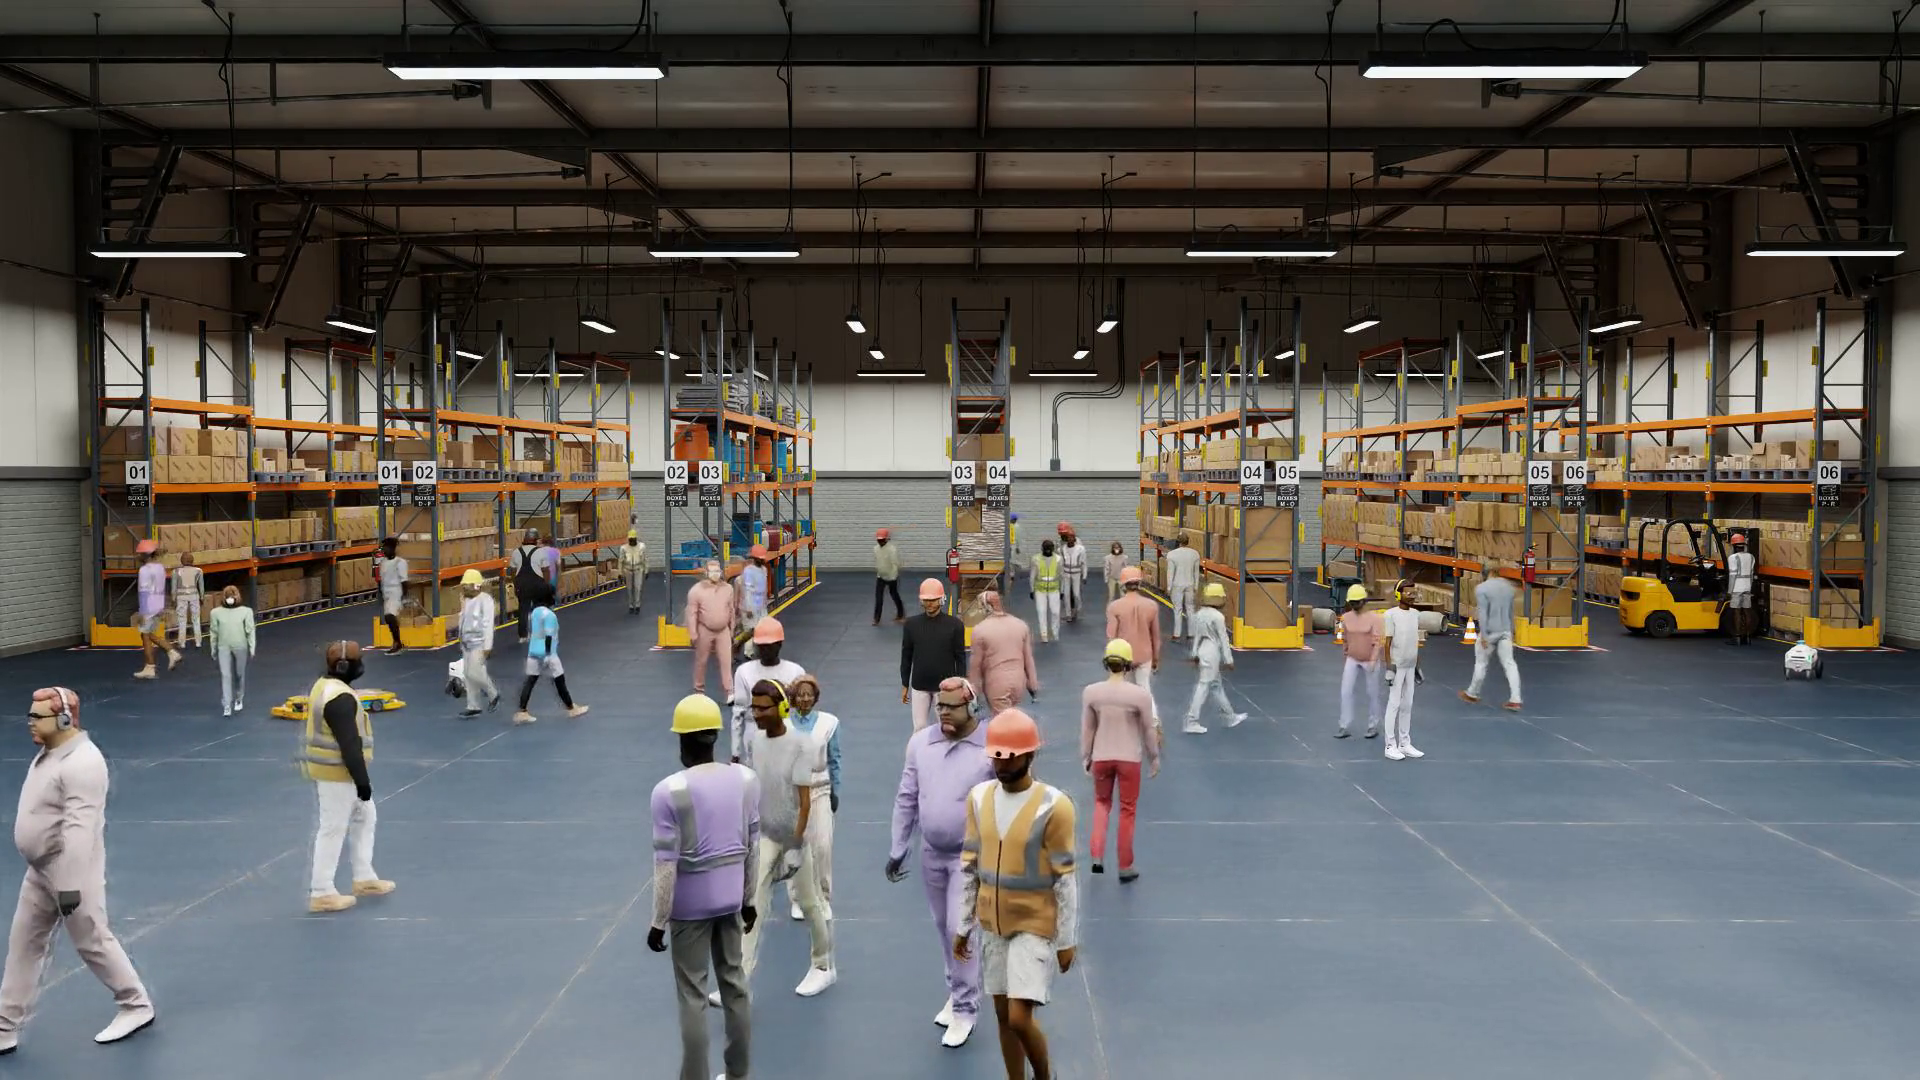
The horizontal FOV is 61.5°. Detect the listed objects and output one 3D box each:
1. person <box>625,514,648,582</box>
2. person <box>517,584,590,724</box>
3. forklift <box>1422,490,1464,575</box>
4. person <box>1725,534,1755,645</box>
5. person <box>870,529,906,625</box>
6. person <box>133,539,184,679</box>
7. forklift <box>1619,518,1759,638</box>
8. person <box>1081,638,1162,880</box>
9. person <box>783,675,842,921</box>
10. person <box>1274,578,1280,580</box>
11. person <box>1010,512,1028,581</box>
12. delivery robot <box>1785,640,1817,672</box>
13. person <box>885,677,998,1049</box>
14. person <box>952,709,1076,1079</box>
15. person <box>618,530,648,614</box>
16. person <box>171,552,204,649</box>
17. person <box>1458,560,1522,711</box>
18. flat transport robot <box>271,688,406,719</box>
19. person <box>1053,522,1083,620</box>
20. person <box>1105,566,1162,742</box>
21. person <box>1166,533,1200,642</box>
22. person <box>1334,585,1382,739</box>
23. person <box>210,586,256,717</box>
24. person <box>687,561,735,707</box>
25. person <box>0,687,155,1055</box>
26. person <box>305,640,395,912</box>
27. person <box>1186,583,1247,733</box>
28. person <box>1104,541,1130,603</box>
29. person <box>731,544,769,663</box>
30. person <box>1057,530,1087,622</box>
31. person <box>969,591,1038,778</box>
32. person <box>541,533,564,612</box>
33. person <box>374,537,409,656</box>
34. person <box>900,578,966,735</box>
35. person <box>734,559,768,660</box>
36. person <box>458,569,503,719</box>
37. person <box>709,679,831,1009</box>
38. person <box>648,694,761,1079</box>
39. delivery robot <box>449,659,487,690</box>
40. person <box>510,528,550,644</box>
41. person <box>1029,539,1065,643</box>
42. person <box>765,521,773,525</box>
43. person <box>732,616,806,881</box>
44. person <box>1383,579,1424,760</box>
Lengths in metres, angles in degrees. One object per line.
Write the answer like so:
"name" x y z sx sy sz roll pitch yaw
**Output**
"person" -9.129 0.219 44.576 0.864 1.913 0.627 0 2 4
"person" -4.890 1.348 19.244 0.877 1.646 0.541 -2 3 -42
"forklift" 13.926 -0.371 47.846 1.873 2.768 1.129 0 2 0
"person" 13.560 0.860 28.118 0.542 1.930 0.374 -1 2 -23
"person" -1.408 0.721 32.058 0.621 1.912 1.097 1 3 32
"person" -11.735 0.999 23.513 0.562 2.029 0.615 0 2 -5
"forklift" 13.417 0.684 29.791 2.313 2.155 1.214 0 2 0
"person" 1.161 1.595 11.737 0.547 1.760 0.363 1 3 26
"person" -1.034 1.701 10.641 0.512 1.625 0.489 0 2 -7
"person" 7.561 0.448 38.765 0.590 1.910 0.488 0 2 -10
"person" 1.543 0.186 45.050 0.519 1.932 0.613 -1 2 -13
"delivery robot" 12.204 1.699 23.416 0.477 0.478 0.707 2 3 35
"person" -0.065 1.666 8.486 0.660 1.882 0.759 1 3 31
"person" 0.230 1.701 7.133 0.547 1.922 0.419 2 3 38
"person" -6.965 0.684 34.332 0.630 1.782 0.928 0 2 -6
"person" -13.120 1.030 27.433 0.525 1.639 0.307 -2 3 -36
"person" 6.786 1.199 20.505 0.650 1.862 0.984 -1 2 -23
"flat transport robot" -7.696 2.019 20.030 0.652 0.197 1.431 2 3 41
"person" 2.113 0.635 32.768 0.639 2.003 0.905 2 3 36
"person" 1.892 1.265 17.383 0.629 1.978 0.751 -1 2 -13
"person" 3.942 0.836 28.602 0.631 1.940 0.369 -1 2 -18
"person" 4.449 1.365 17.977 0.530 1.725 0.799 2 3 37
"person" -8.994 1.350 19.983 0.512 1.590 0.846 -1 2 -22
"person" -3.147 1.197 20.607 0.676 1.850 1.008 -1 3 -29
"person" -4.636 1.683 8.299 0.664 1.866 0.908 2 3 43
"person" -4.128 1.594 11.057 0.725 1.818 0.646 -1 3 -28
"person" 2.964 1.351 18.536 0.893 1.692 0.512 -1 2 -21
"person" 3.165 0.840 32.515 0.506 1.619 0.323 1 2 13
"person" -3.182 1.002 24.837 0.641 1.908 0.600 1 3 28
"person" 2.237 0.723 32.494 0.632 1.858 0.521 0 2 11
"person" 0.420 1.410 15.519 0.705 1.844 1.011 -2 3 -34
"person" -7.996 0.782 31.310 0.576 1.831 0.444 0 2 4
"person" -9.309 0.922 26.355 0.606 1.948 0.520 2 3 39
"person" -0.257 1.348 15.032 0.625 1.990 0.395 1 2 14
"person" -3.388 1.109 25.981 0.513 1.596 0.858 1 2 13
"person" -5.864 1.255 19.570 0.610 1.813 0.445 2 3 42
"person" -1.013 1.678 8.949 0.522 1.815 0.971 1 3 30
"person" -1.200 1.680 7.522 0.593 1.923 0.386 -2 3 -44
"delivery robot" -6.621 1.766 21.715 0.477 0.478 0.707 -1 3 -31
"person" -7.501 0.818 28.334 0.688 2.000 0.536 0 2 7
"person" 1.534 0.899 28.396 0.638 1.824 0.531 0 2 -2
"person" -5.369 0.292 45.445 0.372 1.680 0.546 0 2 -7
"person" -1.415 1.510 12.056 0.555 1.920 0.812 0 2 4
"person" 4.637 1.337 16.853 0.507 1.872 0.329 -2 3 -34
